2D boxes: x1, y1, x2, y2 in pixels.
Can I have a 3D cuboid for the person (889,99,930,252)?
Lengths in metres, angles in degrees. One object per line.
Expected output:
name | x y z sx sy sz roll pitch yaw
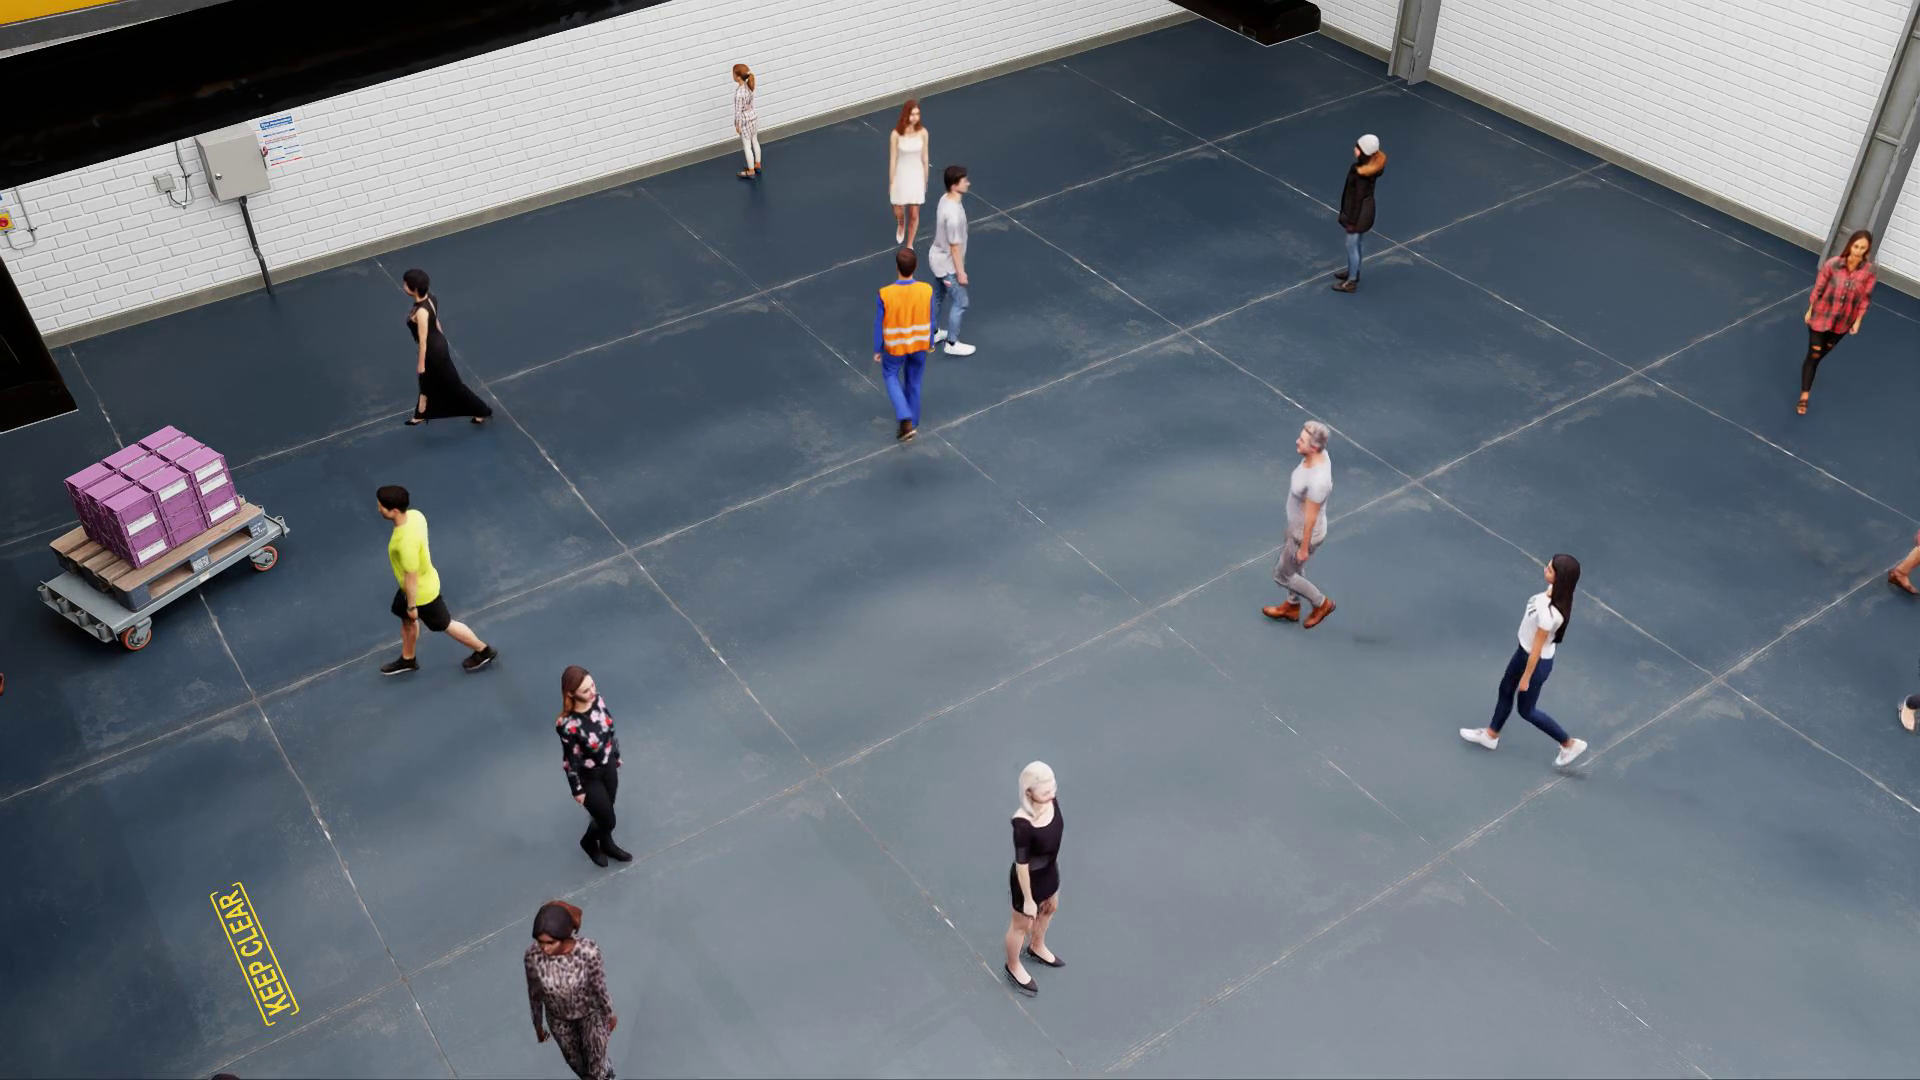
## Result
person | -0.532 -3.701 16.907 0.744 1.694 0.840 -4 39 -5

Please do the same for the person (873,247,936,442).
person | -0.451 -1.591 14.138 0.850 1.852 0.914 -9 39 -11

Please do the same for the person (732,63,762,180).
person | -2.352 -4.651 18.403 0.640 1.310 0.606 16 41 19

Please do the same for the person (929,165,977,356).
person | -0.133 -2.592 15.375 0.858 1.873 0.764 -9 39 -11

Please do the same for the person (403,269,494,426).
person | -4.461 -1.613 14.397 0.938 1.562 1.047 -5 39 -7

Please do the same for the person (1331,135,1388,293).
person | 3.926 -3.222 16.357 0.774 1.632 0.735 12 40 15

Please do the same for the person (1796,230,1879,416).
person | 7.778 -2.006 14.806 1.094 1.666 1.062 13 40 16

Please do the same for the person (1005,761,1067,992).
person | 0.399 1.944 9.731 0.685 1.829 0.689 18 42 21

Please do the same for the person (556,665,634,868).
person | -2.385 1.429 10.498 0.736 1.677 0.702 15 41 18

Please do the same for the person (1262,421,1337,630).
person | 2.625 -0.069 12.263 0.965 1.814 0.905 5 39 6

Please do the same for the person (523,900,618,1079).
person | -2.071 2.533 9.093 0.730 1.704 0.787 3 39 4

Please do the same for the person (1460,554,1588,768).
person | 3.940 0.848 11.164 1.139 1.753 0.973 14 41 17

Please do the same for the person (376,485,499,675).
person | -3.780 0.311 11.903 0.934 1.668 1.103 -10 40 -13
